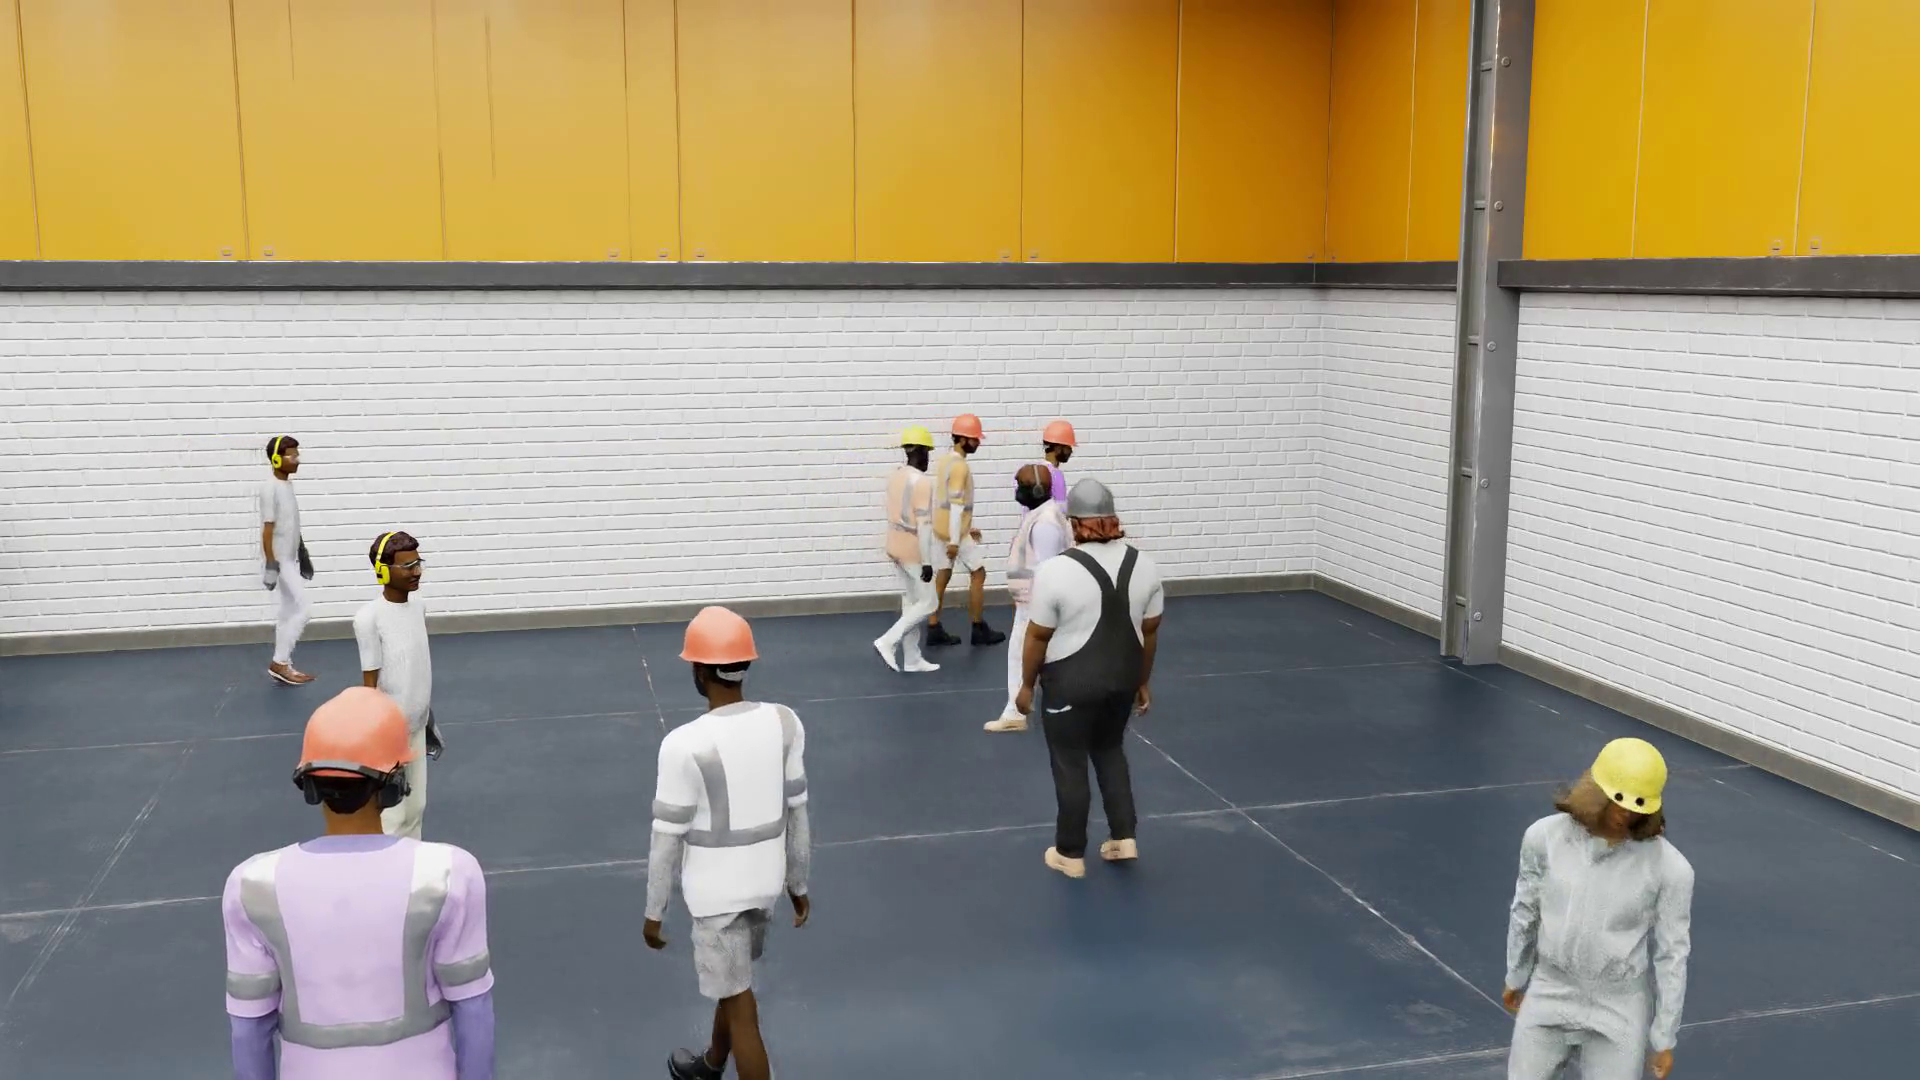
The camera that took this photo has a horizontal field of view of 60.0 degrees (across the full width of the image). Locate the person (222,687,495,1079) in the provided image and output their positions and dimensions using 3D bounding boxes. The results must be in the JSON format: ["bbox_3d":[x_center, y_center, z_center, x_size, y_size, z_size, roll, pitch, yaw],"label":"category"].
[{"bbox_3d":[-1.444,1.367,4.082,0.609,2.043,0.397,-1,9,-8],"label":"person"}]

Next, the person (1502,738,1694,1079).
[{"bbox_3d":[1.927,1.380,5.043,0.545,1.701,0.590,6,11,34],"label":"person"}]

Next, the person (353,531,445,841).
[{"bbox_3d":[-2.551,0.881,7.652,0.328,1.872,0.515,2,9,10],"label":"person"}]

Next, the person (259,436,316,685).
[{"bbox_3d":[-4.934,0.155,12.257,0.418,1.855,0.512,-2,9,-10],"label":"person"}]

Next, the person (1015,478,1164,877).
[{"bbox_3d":[0.622,0.685,8.346,0.696,2.000,0.539,-5,10,-28],"label":"person"}]

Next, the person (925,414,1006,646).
[{"bbox_3d":[0.064,-0.078,13.533,0.801,1.896,0.534,-3,10,-19],"label":"person"}]

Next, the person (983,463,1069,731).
[{"bbox_3d":[0.593,0.402,10.859,0.806,1.823,0.639,0,9,0],"label":"person"}]

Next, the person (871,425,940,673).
[{"bbox_3d":[-0.394,0.089,12.511,0.554,1.901,0.590,-5,10,-28],"label":"person"}]

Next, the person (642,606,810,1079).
[{"bbox_3d":[-0.878,1.165,5.755,0.875,1.905,0.570,9,13,43],"label":"person"}]

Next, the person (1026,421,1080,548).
[{"bbox_3d":[0.754,0.039,12.782,0.582,1.915,0.559,-1,9,-9],"label":"person"}]
